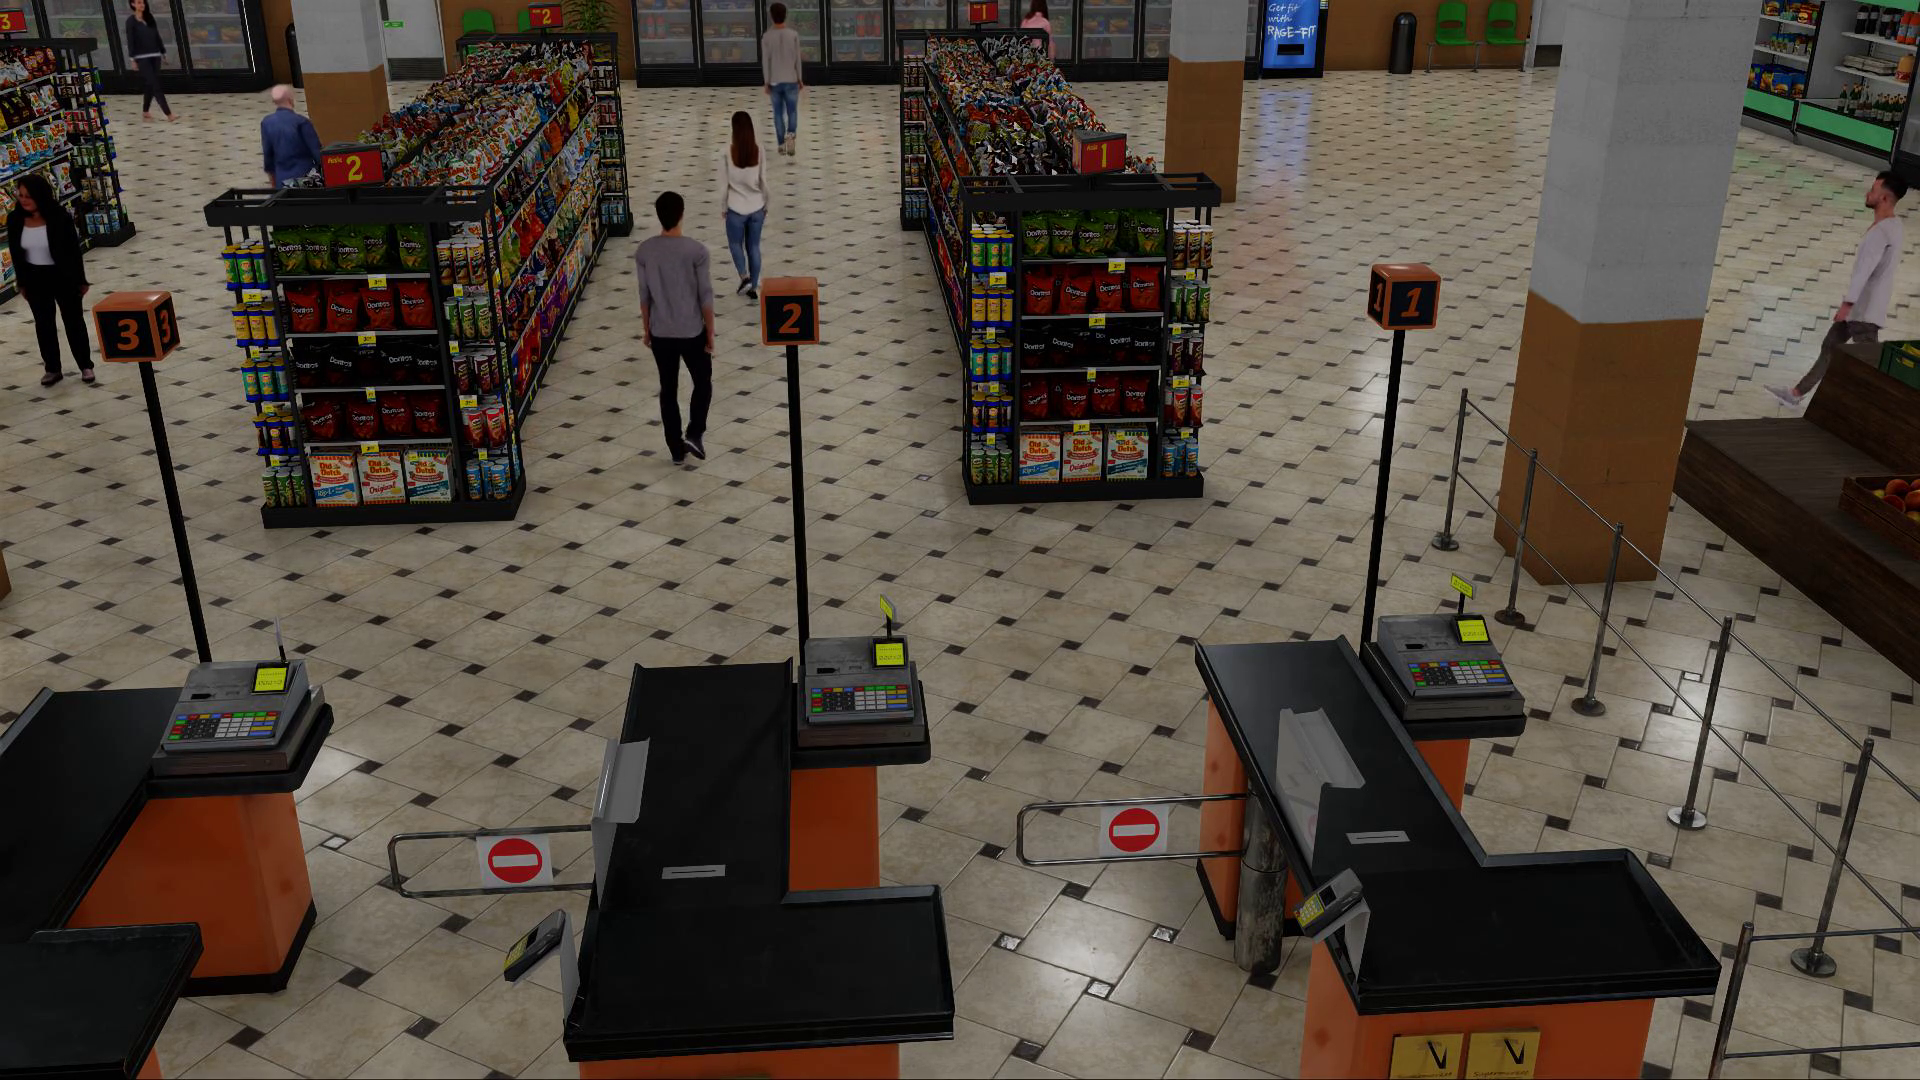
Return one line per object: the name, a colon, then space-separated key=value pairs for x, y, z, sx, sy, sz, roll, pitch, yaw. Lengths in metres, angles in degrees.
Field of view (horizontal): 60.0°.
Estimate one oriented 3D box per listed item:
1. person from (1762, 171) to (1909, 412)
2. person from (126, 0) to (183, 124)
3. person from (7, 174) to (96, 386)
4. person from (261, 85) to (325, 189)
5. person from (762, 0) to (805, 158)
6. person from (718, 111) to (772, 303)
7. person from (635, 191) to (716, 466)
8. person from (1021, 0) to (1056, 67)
person: x=6.416 y=-1.627 z=11.633 sx=1.146 sy=1.790 sz=1.158 roll=13 pitch=27 yaw=28
person: x=-11.498 y=-6.757 z=23.441 sx=1.049 sy=1.721 sz=1.125 roll=11 pitch=26 yaw=23
person: x=-6.925 y=-1.990 z=12.684 sx=0.695 sy=1.612 sz=0.688 roll=-7 pitch=25 yaw=-16
person: x=-6.085 y=-3.194 z=15.222 sx=0.998 sy=1.783 sz=1.297 roll=6 pitch=24 yaw=14
person: x=-2.213 y=-5.753 z=20.945 sx=0.660 sy=1.883 sz=1.090 roll=-3 pitch=24 yaw=-7
person: x=-1.867 y=-2.913 z=14.704 sx=0.691 sy=1.683 sz=0.757 roll=-8 pitch=25 yaw=-17
person: x=-1.882 y=-1.339 z=10.922 sx=0.701 sy=1.830 sz=0.762 roll=1 pitch=24 yaw=3
person: x=1.013 y=-6.516 z=22.800 sx=0.744 sy=1.793 sz=0.693 roll=6 pitch=24 yaw=13
